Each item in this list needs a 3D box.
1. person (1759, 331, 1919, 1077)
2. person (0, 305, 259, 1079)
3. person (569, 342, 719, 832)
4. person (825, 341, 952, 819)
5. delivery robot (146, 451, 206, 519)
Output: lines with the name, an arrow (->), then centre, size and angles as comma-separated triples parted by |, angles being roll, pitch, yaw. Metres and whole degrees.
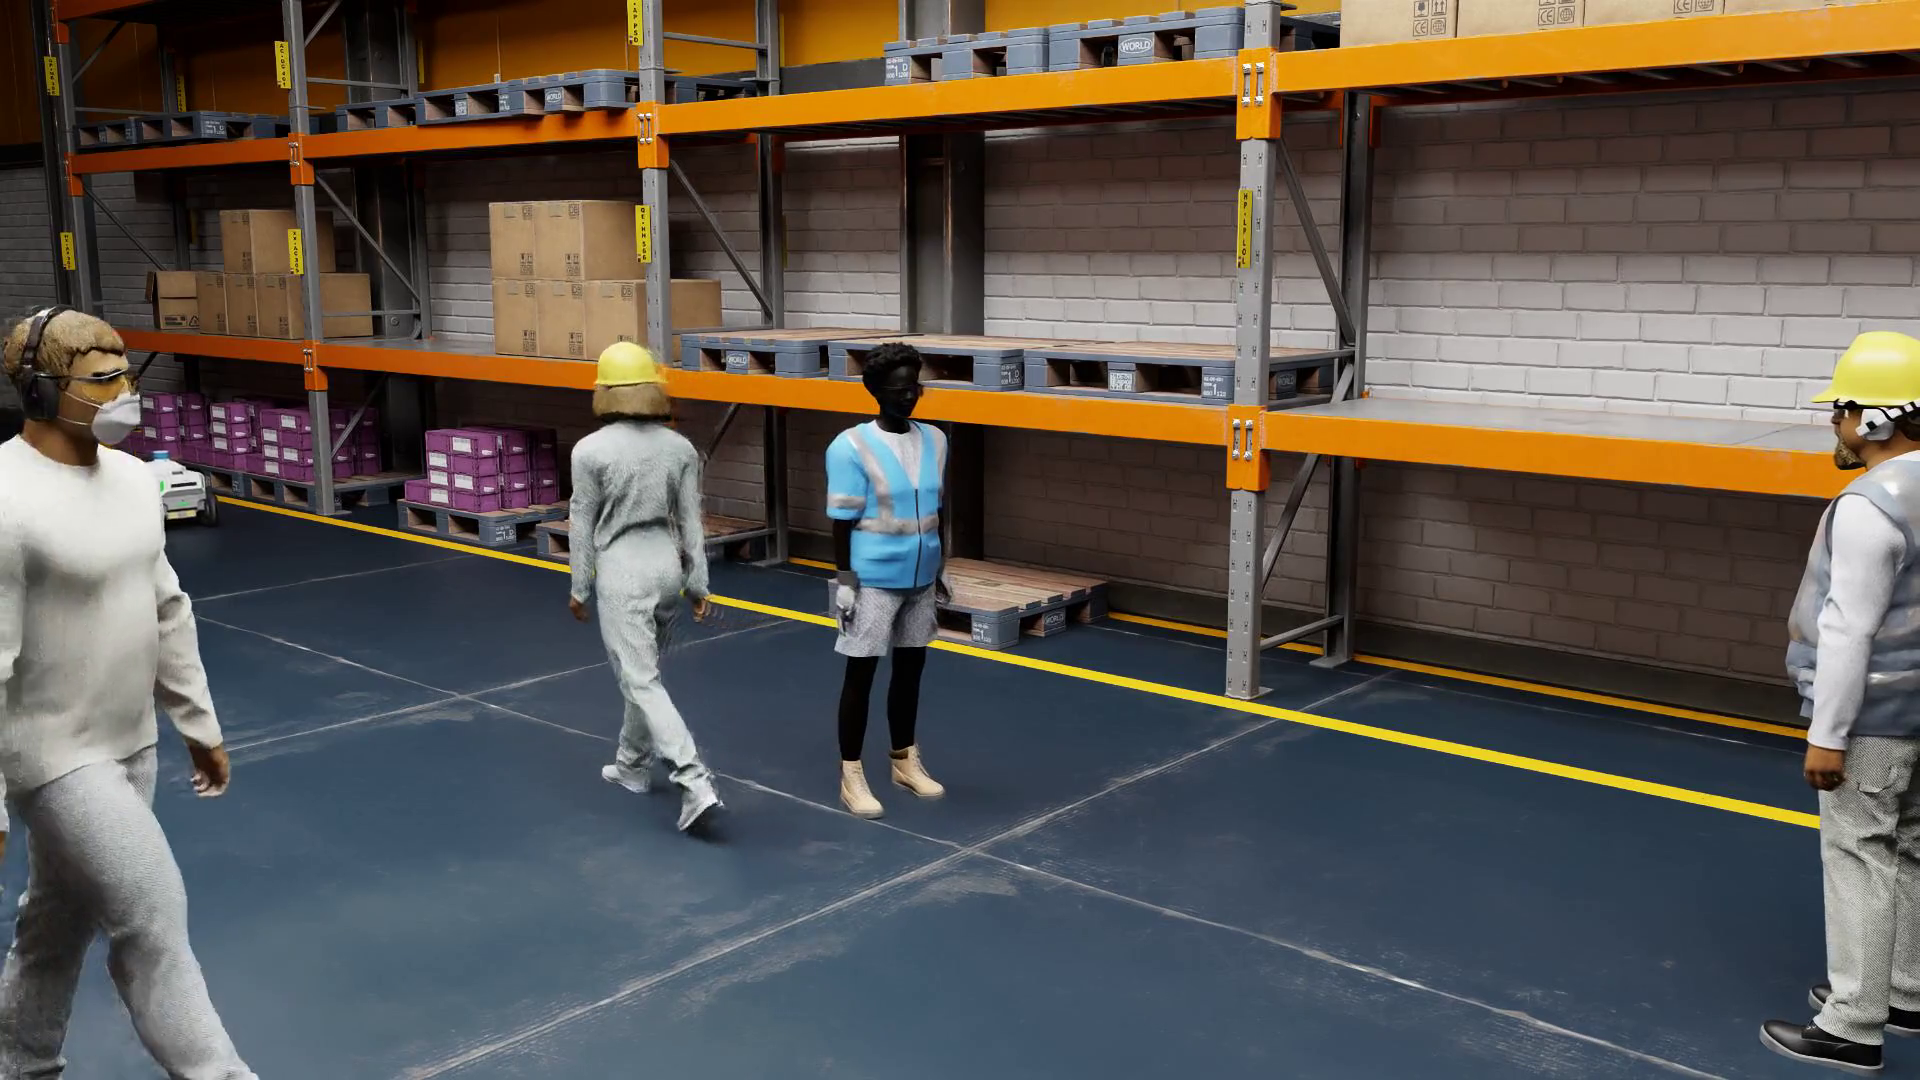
person -> 2.265, 0.401, 4.131 | 0.591, 1.823, 0.405 | -9, 13, -41
person -> -1.703, 0.469, 3.507 | 0.957, 1.896, 0.656 | 0, 10, 0
person -> -1.101, 0.153, 5.893 | 0.882, 1.700, 0.477 | 10, 14, 44
person -> -0.245, 0.138, 5.976 | 0.540, 1.695, 0.317 | -9, 13, -41
delivery robot -> -5.765, -0.403, 12.036 | 0.707, 0.478, 0.477 | 9, 13, 42
